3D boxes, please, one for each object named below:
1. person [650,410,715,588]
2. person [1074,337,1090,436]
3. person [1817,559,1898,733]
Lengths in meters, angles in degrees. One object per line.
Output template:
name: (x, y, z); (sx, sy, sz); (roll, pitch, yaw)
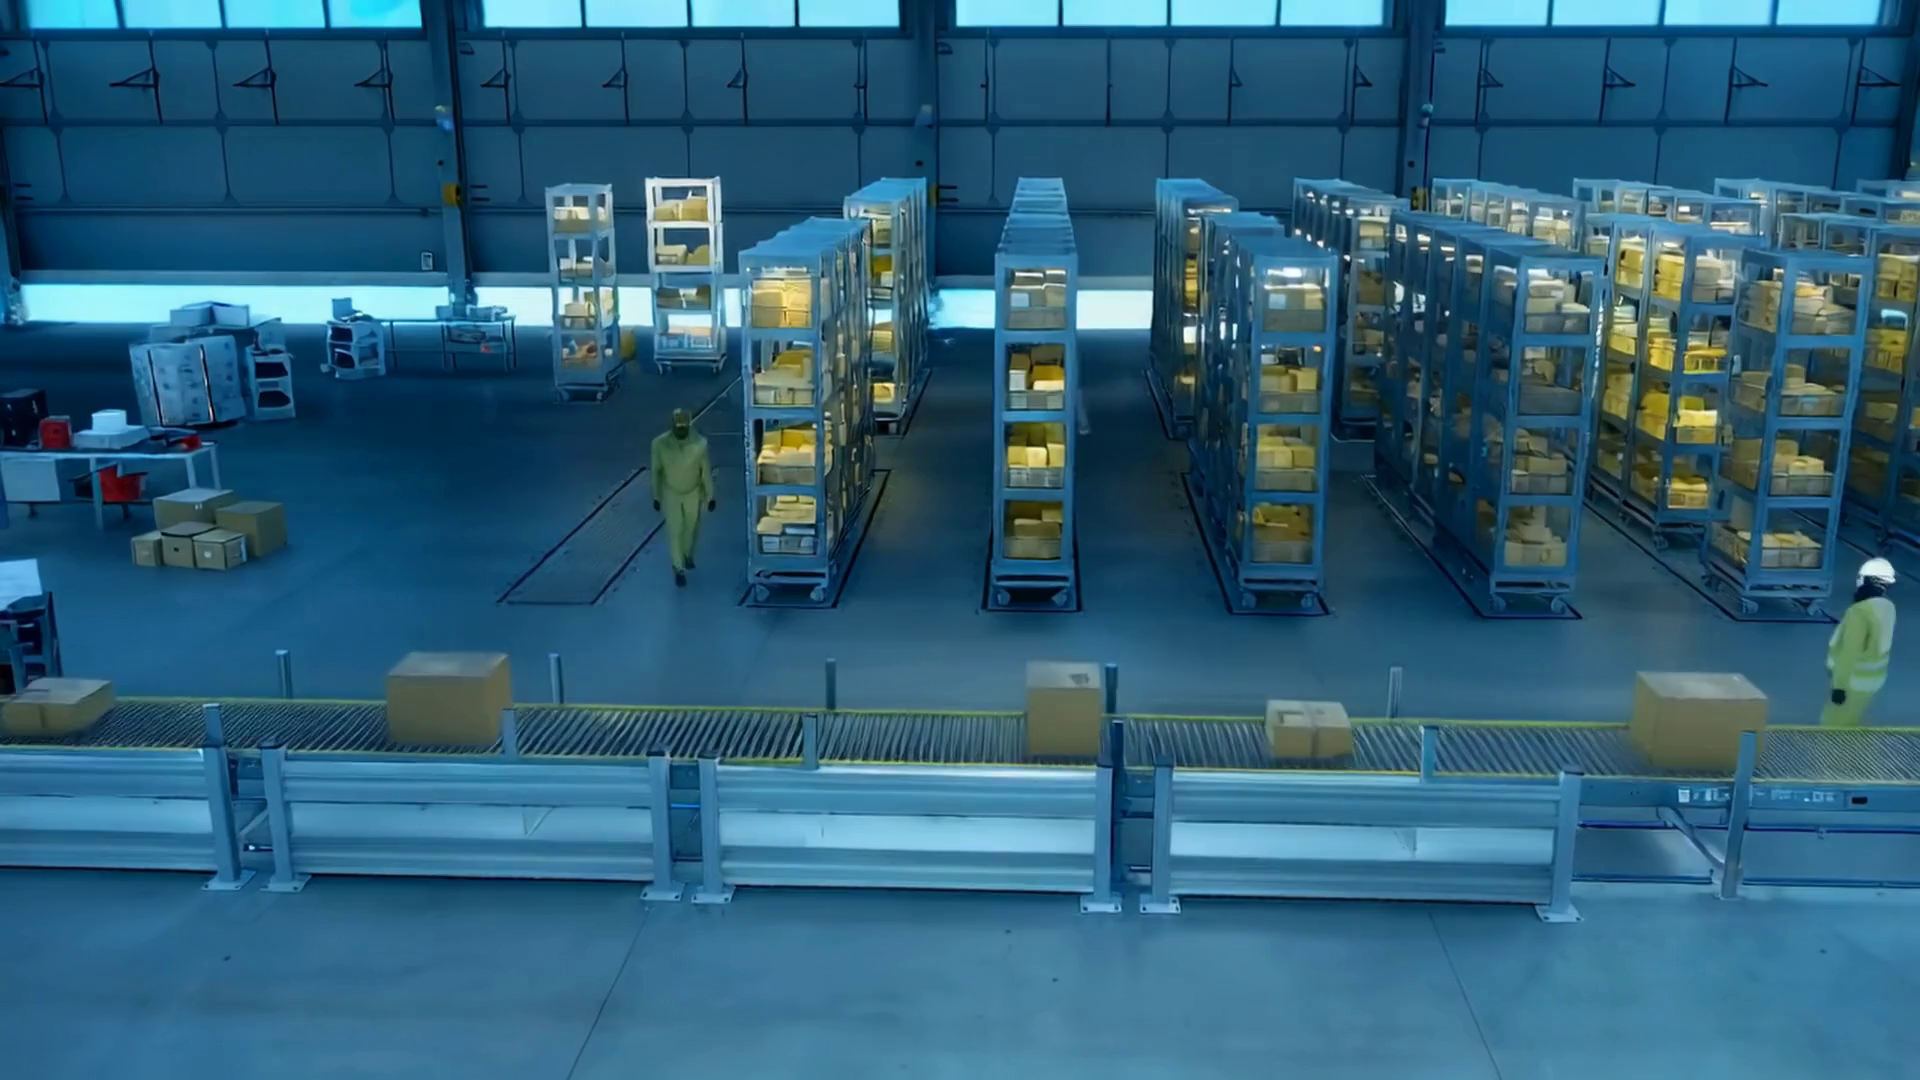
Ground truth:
person: (-2.975, -0.500, 17.897); (0.663, 1.855, 1.007); (-4, 16, -15)
person: (1.545, -2.497, 25.150); (0.984, 1.924, 0.682); (-2, 15, -9)
person: (6.645, 1.031, 12.372); (0.675, 1.771, 0.404); (-14, 20, -42)
